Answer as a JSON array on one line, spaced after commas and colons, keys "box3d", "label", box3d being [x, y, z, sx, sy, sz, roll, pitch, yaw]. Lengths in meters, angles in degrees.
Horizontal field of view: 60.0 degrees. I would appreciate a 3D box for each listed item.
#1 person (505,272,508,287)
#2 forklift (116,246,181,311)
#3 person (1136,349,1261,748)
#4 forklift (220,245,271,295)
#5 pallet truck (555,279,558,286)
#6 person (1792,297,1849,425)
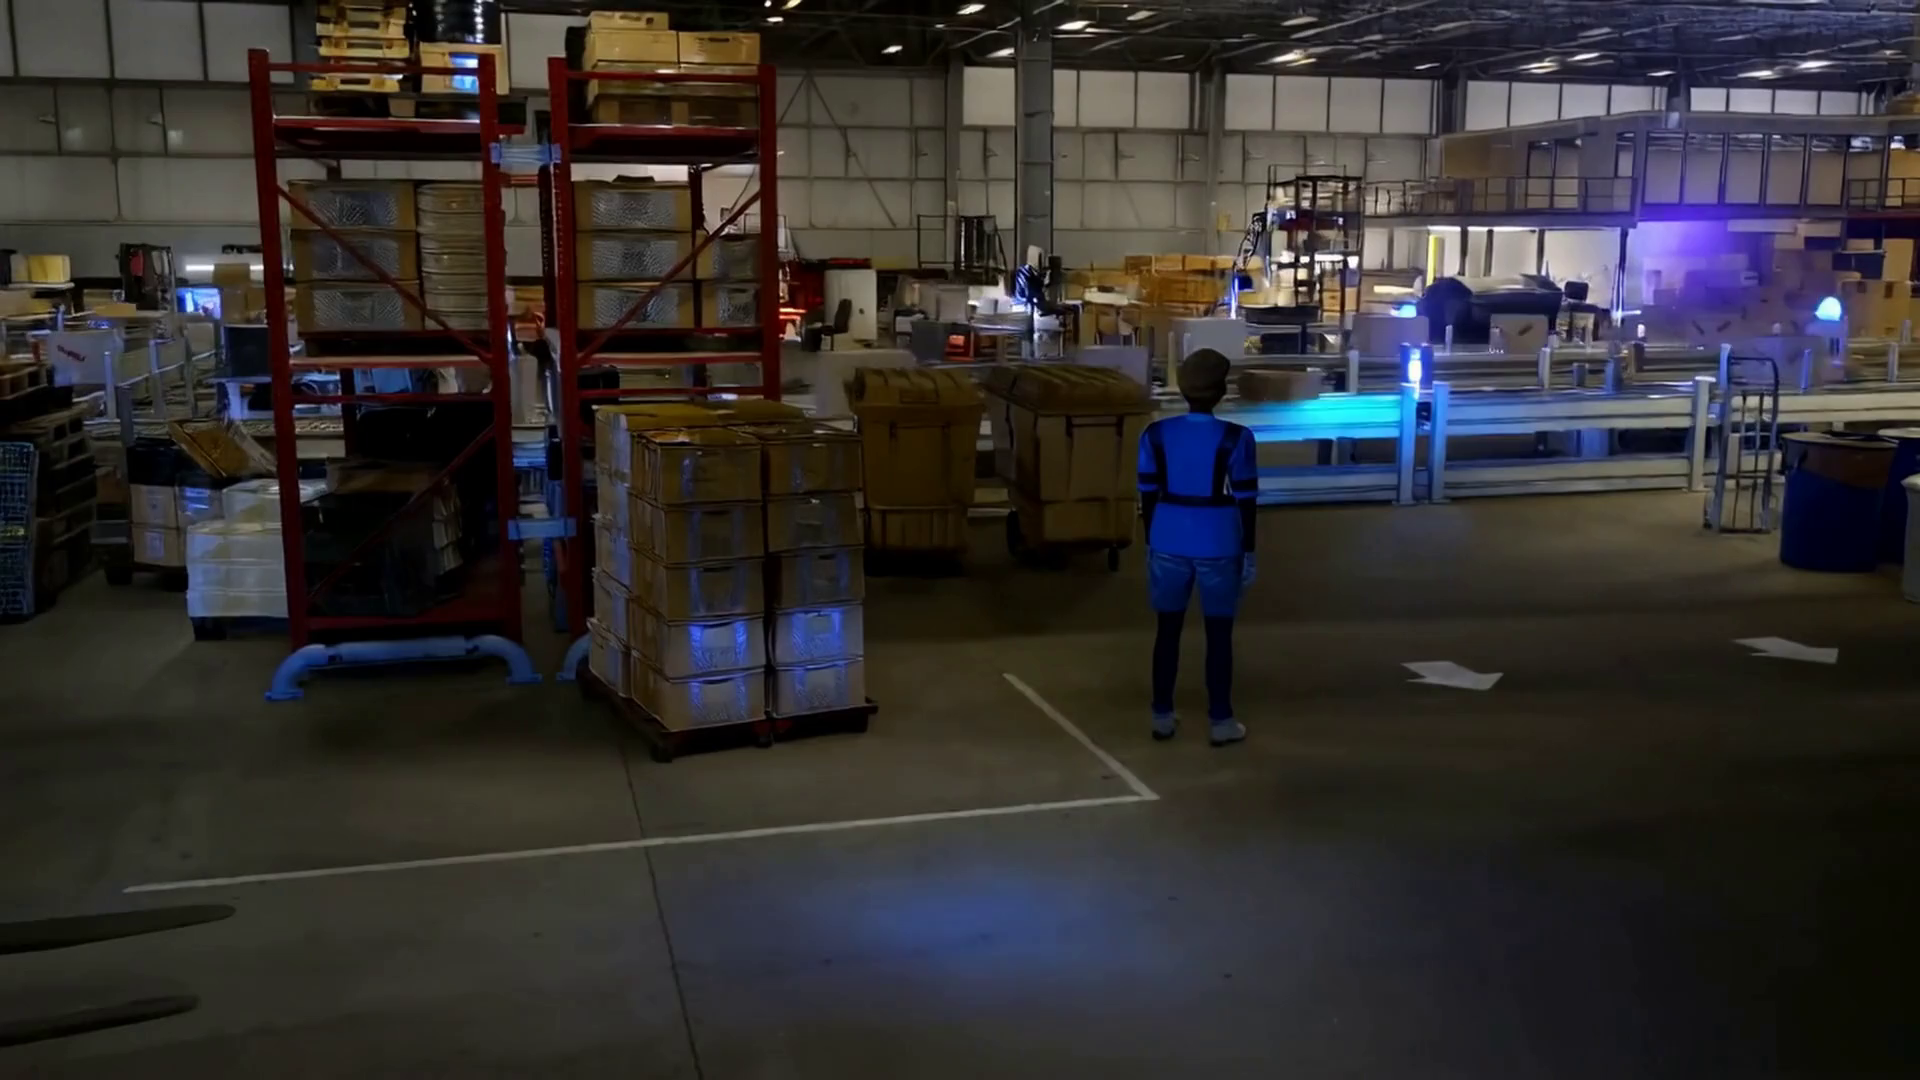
[{"box3d": [-10.828, -5.691, 39.004, 0.646, 1.886, 0.686, 8, 13, 37], "label": "person"}, {"box3d": [-19.966, -6.232, 40.894, 1.157, 1.987, 2.680, -3, 10, -15], "label": "forklift"}, {"box3d": [1.018, 0.038, 7.091, 0.541, 1.696, 0.315, 5, 11, 28], "label": "person"}, {"box3d": [-17.749, -6.334, 41.440, 1.157, 1.987, 2.680, -3, 10, -17], "label": "forklift"}, {"box3d": [-10.604, -6.375, 44.520, 0.653, 1.274, 1.630, -3, 10, -15], "label": "pallet truck"}, {"box3d": [9.108, -1.779, 17.656, 0.801, 1.601, 0.498, -3, 10, -15], "label": "person"}]
